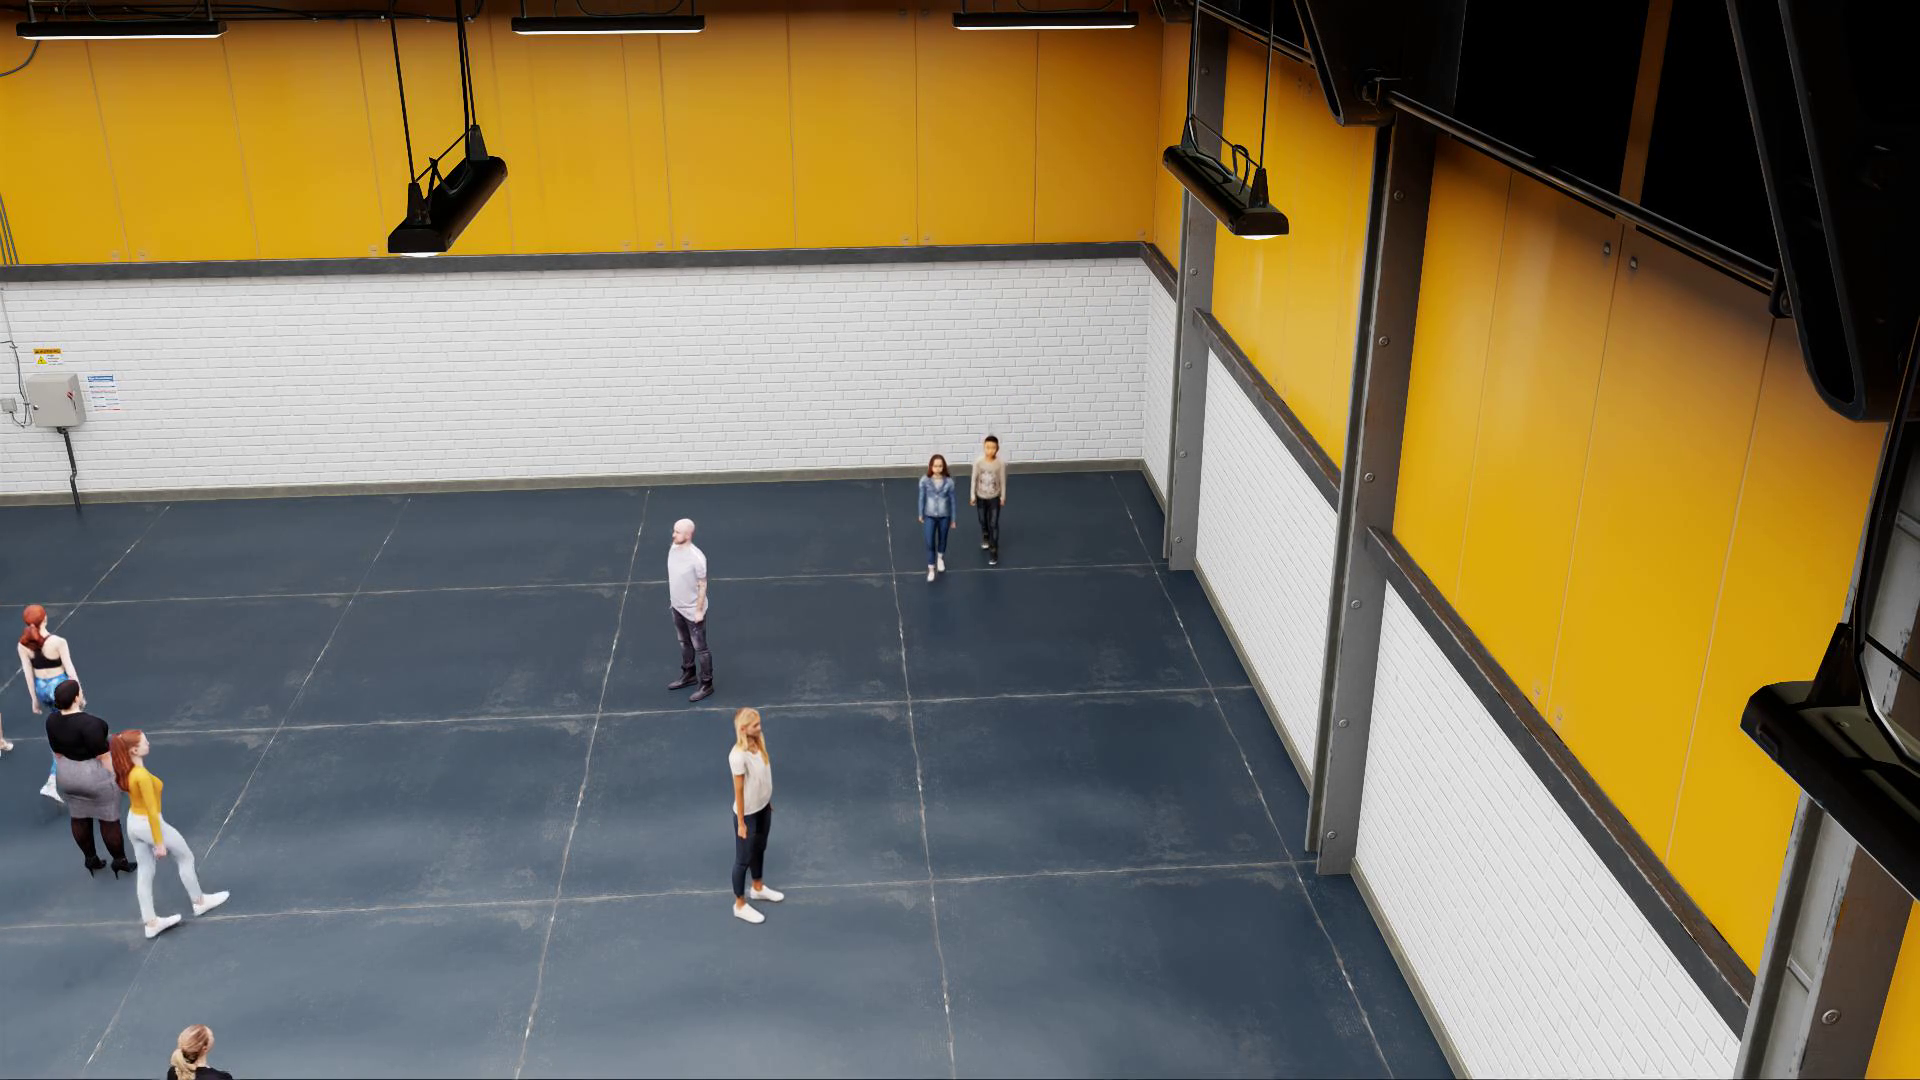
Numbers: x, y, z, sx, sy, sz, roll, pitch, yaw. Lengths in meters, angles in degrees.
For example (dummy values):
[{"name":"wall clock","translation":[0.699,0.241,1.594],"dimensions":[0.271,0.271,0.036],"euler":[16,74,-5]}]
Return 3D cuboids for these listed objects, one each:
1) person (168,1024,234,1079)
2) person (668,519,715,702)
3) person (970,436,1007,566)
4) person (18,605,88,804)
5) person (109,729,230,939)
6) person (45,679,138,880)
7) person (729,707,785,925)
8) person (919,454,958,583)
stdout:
[{"name":"person","translation":[-4.372,3.581,9.603],"dimensions":[0.971,1.669,1.118],"euler":[12,26,25]},{"name":"person","translation":[-2.614,0.643,16.118],"dimensions":[0.812,1.832,0.729],"euler":[-21,31,-39]},{"name":"person","translation":[0.333,-0.536,19.275],"dimensions":[0.684,1.464,0.938],"euler":[3,24,8]},{"name":"person","translation":[-7.856,1.437,14.412],"dimensions":[0.613,1.744,1.201],"euler":[-1,24,-2]},{"name":"person","translation":[-6.209,2.248,12.574],"dimensions":[0.926,1.730,0.995],"euler":[17,29,34]},{"name":"person","translation":[-6.979,1.912,13.306],"dimensions":[0.737,1.760,0.720],"euler":[5,24,11]},{"name":"person","translation":[-1.617,2.092,12.835],"dimensions":[0.720,1.807,0.593],"euler":[9,25,20]},{"name":"person","translation":[-0.249,-0.290,18.737],"dimensions":[0.620,1.446,0.942],"euler":[0,24,0]}]
